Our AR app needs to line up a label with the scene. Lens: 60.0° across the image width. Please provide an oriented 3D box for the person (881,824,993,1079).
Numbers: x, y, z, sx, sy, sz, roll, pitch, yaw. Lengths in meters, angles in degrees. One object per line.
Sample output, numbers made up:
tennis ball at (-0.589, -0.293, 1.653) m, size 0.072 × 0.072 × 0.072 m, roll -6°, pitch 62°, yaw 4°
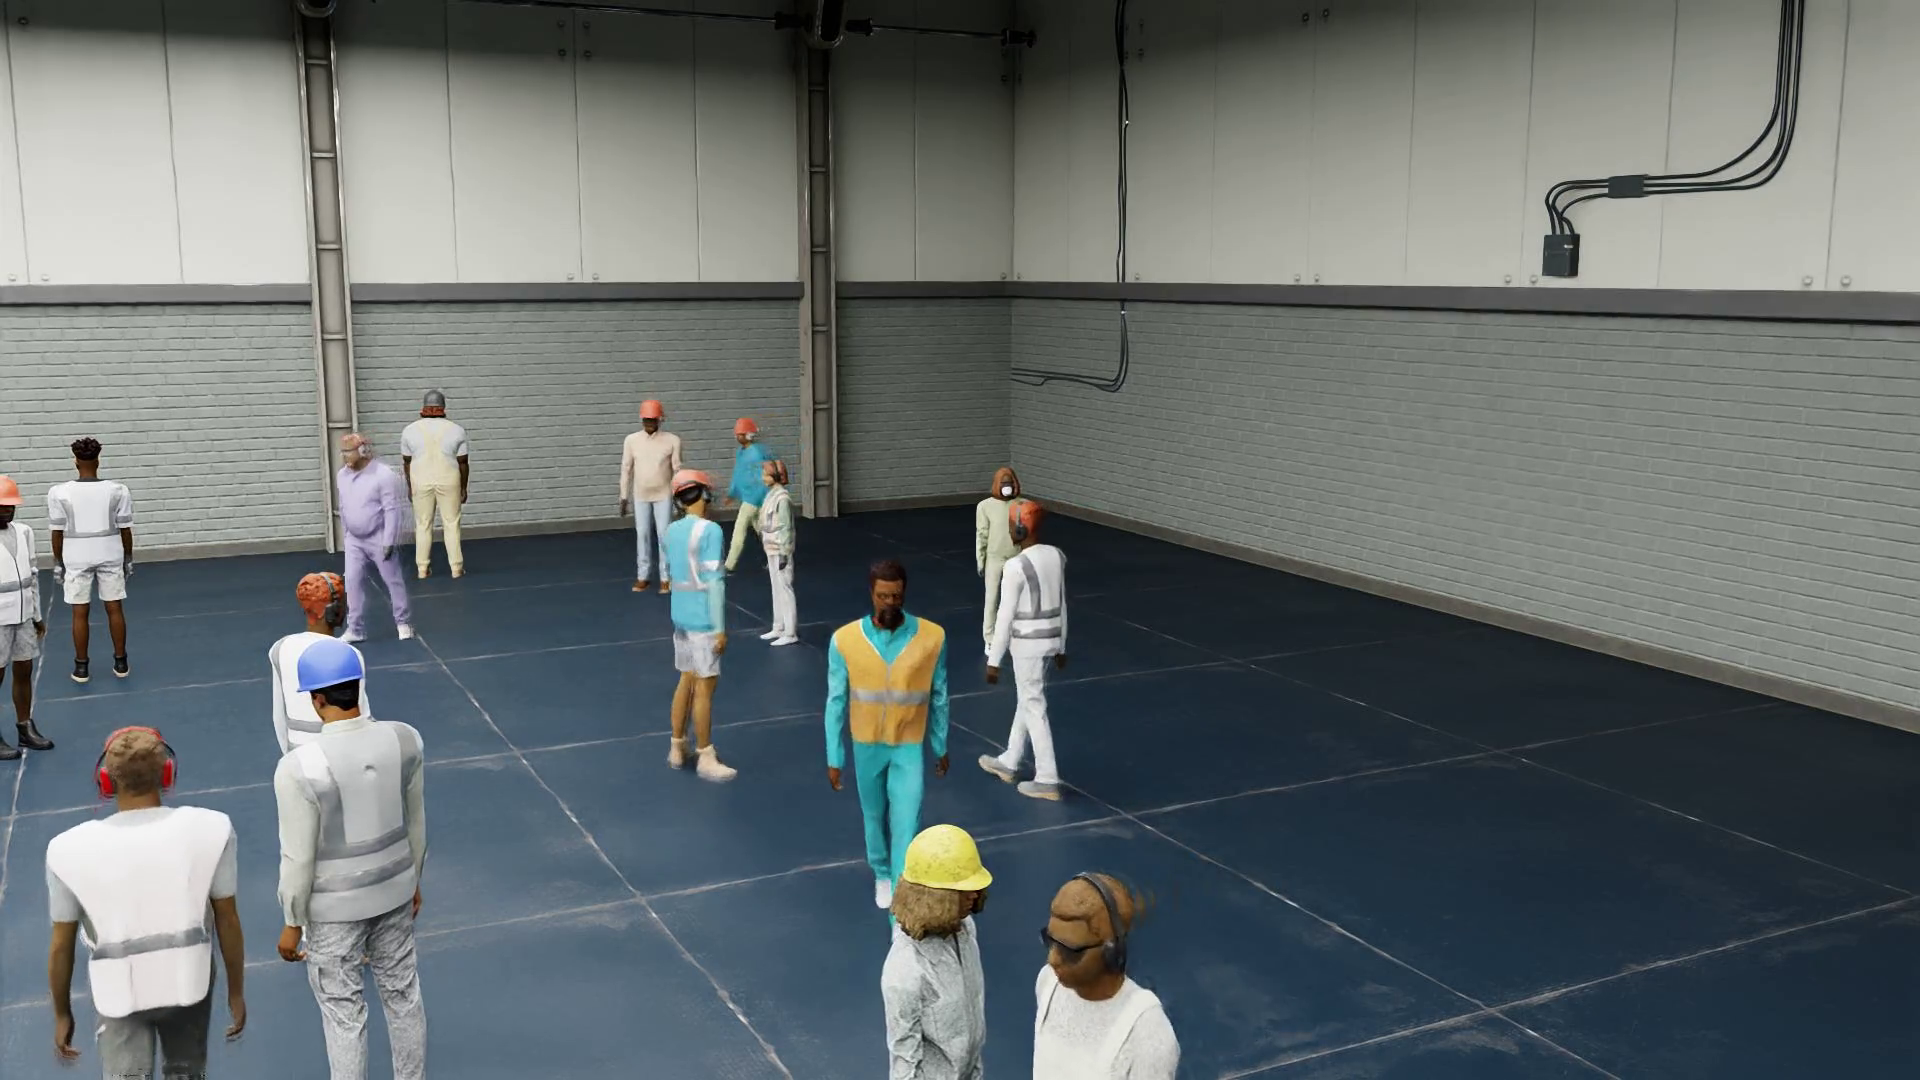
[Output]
person at (-0.050, 1.651, 4.801) m, size 0.313 × 1.736 × 0.486 m, roll 4°, pitch 10°, yaw 23°

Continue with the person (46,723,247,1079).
person at (-2.662, 1.505, 5.484) m, size 0.579 × 1.813 × 0.898 m, roll -5°, pitch 11°, yaw -30°

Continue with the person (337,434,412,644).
person at (-5.191, -0.009, 14.669) m, size 0.664 × 1.867 × 0.685 m, roll 3°, pitch 10°, yaw 19°

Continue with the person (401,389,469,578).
person at (-5.592, -0.613, 17.807) m, size 0.683 × 2.000 × 0.537 m, roll -2°, pitch 9°, yaw -12°

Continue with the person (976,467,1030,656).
person at (0.382, 0.184, 14.176) m, size 0.501 × 1.626 × 0.280 m, roll -2°, pitch 9°, yaw -11°

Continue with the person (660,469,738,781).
person at (-1.674, 0.551, 10.829) m, size 0.390 × 1.993 × 0.741 m, roll -7°, pitch 12°, yaw -39°

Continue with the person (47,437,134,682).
person at (-6.946, 0.156, 13.337) m, size 0.602 × 1.959 × 0.365 m, roll -6°, pitch 11°, yaw -33°

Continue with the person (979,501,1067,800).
person at (0.373, 0.681, 10.397) m, size 0.638 × 1.876 × 0.609 m, roll 6°, pitch 11°, yaw 35°

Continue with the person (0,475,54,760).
person at (-6.412, 0.517, 11.207) m, size 0.387 × 1.930 × 0.539 m, roll 3°, pitch 10°, yaw 17°

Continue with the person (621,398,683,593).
person at (-3.140, -0.450, 16.954) m, size 0.633 × 1.992 × 0.399 m, roll 1°, pitch 9°, yaw 5°

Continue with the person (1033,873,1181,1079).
person at (0.244, 1.720, 4.127) m, size 0.837 × 1.809 × 0.522 m, roll -7°, pitch 12°, yaw -37°

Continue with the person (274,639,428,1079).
person at (-2.256, 1.324, 6.189) m, size 0.400 × 1.938 × 0.602 m, roll 6°, pitch 11°, yaw 35°

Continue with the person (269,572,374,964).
person at (-2.969, 1.081, 7.854) m, size 0.578 × 1.883 × 0.353 m, roll 5°, pitch 10°, yaw 26°

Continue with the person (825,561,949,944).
person at (-0.359, 1.025, 8.244) m, size 0.612 × 1.865 × 1.028 m, roll 0°, pitch 9°, yaw -3°

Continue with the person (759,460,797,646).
person at (-1.593, 0.109, 14.595) m, size 0.310 × 1.636 × 0.523 m, roll -3°, pitch 10°, yaw -20°
